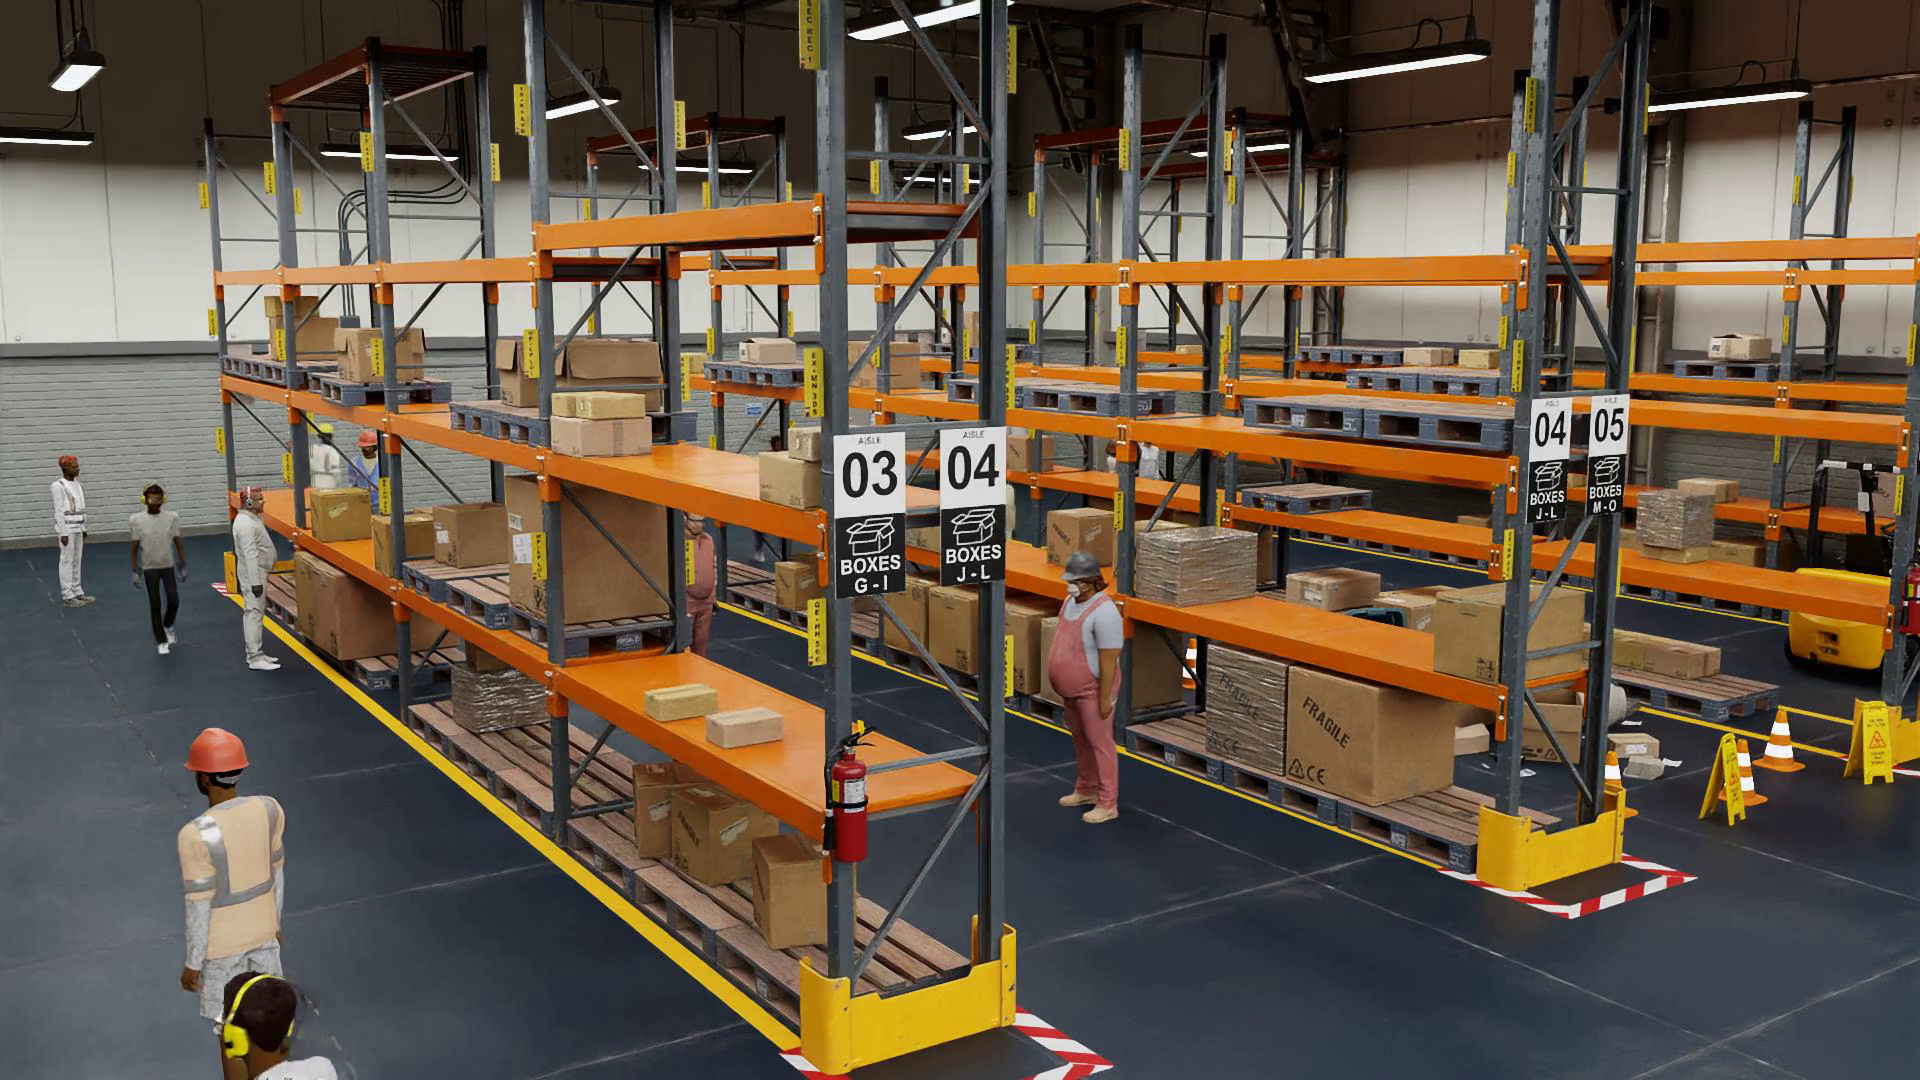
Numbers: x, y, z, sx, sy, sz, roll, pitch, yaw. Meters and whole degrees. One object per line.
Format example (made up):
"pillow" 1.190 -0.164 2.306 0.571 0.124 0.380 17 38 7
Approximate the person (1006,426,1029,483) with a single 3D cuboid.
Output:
"person" 1.218 -2.037 33.877 0.566 1.750 0.341 2 9 16

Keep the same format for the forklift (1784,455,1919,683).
"forklift" 9.643 0.253 17.172 2.313 2.155 1.214 -6 10 -33

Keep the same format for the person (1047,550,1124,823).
"person" 0.911 1.056 12.333 0.536 2.000 0.701 -3 9 -21

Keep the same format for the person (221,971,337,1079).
"person" -2.126 2.229 5.132 0.534 1.853 0.564 4 9 22

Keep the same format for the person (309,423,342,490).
"person" -9.576 -0.805 25.131 0.644 1.911 0.496 5 10 29

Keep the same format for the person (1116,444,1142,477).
"person" 2.432 -0.771 24.486 0.393 2.041 0.613 5 10 30

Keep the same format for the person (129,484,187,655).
"person" -8.668 0.303 17.974 0.554 1.852 0.458 -5 10 -32

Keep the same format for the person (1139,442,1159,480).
"person" 2.967 -0.933 26.480 0.524 1.770 0.315 -5 10 -32

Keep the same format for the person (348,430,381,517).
"person" -7.933 -0.467 22.470 0.609 2.040 0.394 -1 9 -8

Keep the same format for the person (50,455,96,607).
"person" -11.035 -0.118 20.669 0.354 1.883 0.572 -1 9 -4

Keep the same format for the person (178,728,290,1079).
"person" -3.343 1.812 7.635 0.365 1.939 0.542 4 9 25

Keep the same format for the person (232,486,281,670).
"person" -7.286 0.387 17.229 0.410 1.909 0.642 -4 9 -25
